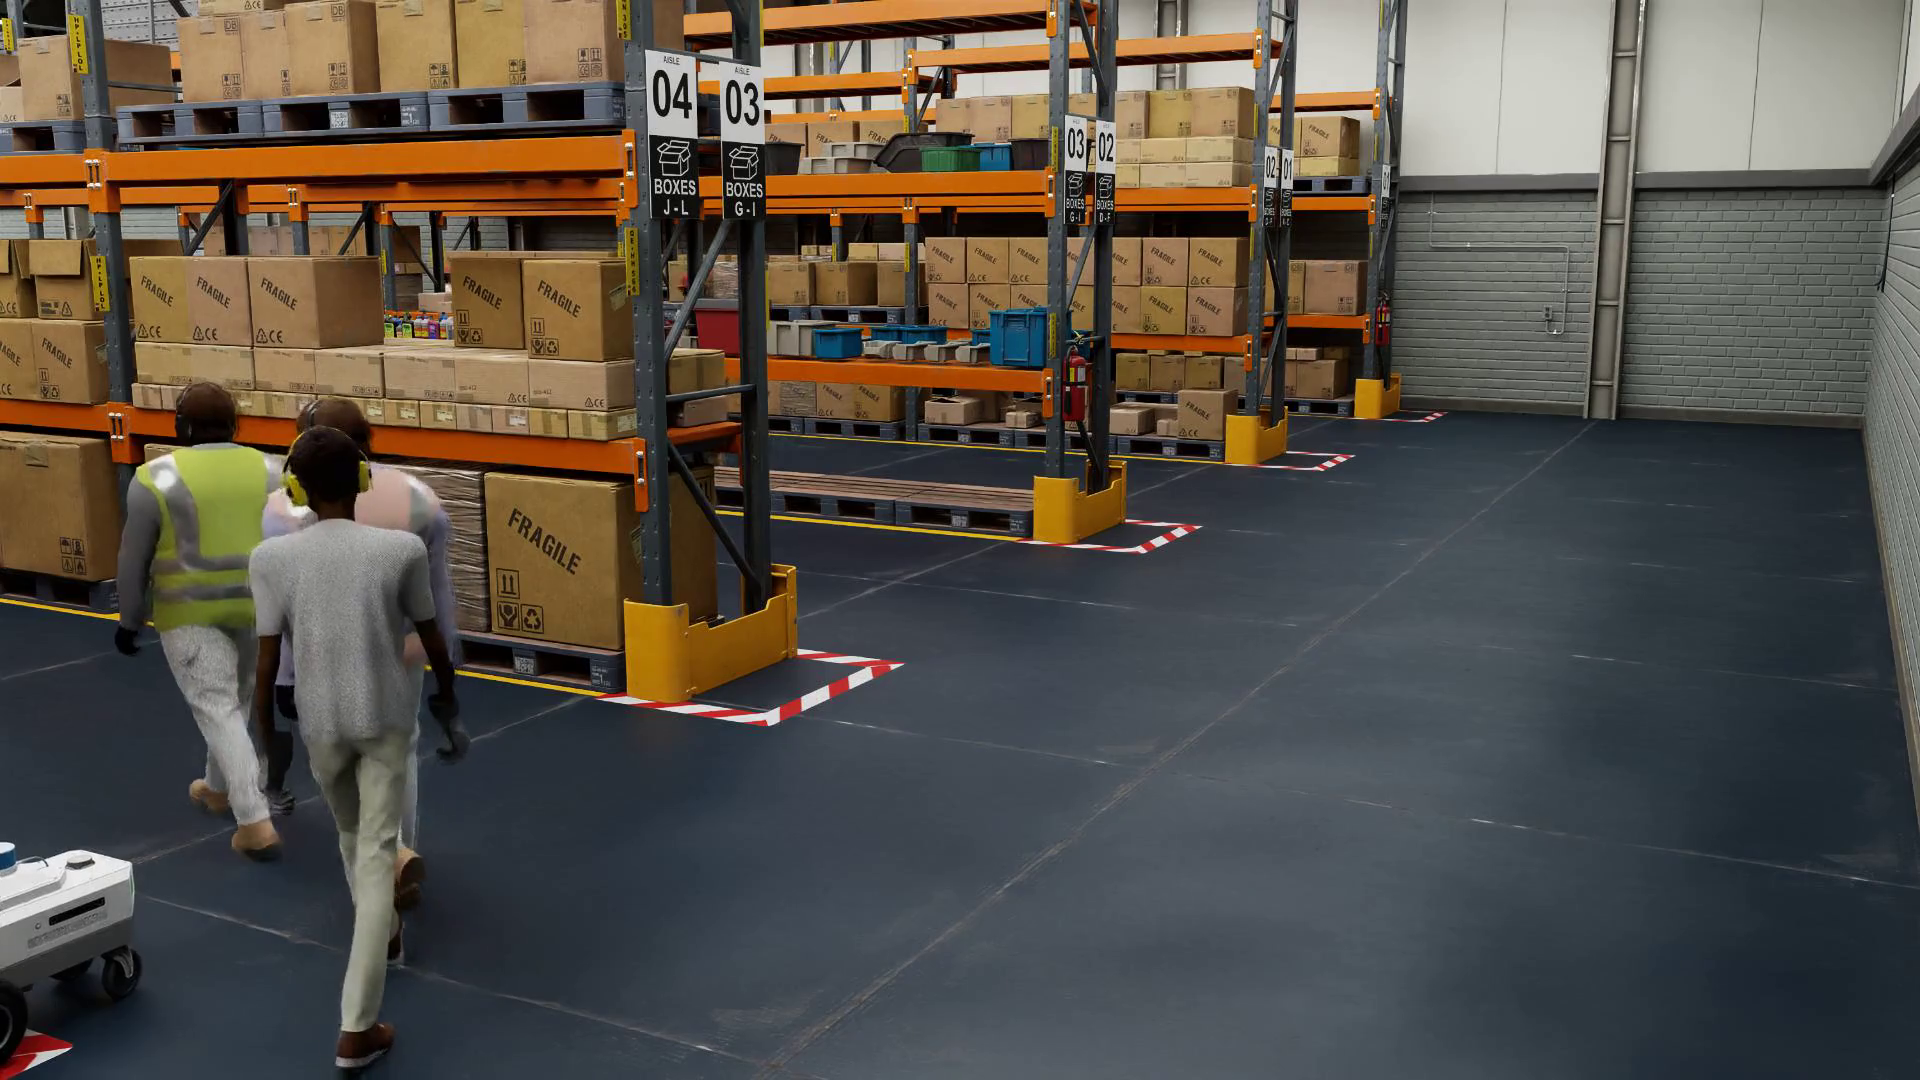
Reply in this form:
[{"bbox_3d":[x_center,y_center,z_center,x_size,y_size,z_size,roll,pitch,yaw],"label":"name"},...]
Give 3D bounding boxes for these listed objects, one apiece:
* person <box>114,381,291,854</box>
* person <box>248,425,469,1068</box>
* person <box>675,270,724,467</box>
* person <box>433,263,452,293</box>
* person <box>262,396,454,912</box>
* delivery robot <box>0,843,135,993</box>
[{"bbox_3d":[-2.890,0.287,6.462,0.952,1.802,0.632,9,13,39],"label":"person"},{"bbox_3d":[-1.776,0.557,4.964,0.556,1.803,1.025,-1,10,-8],"label":"person"},{"bbox_3d":[-2.778,-1.731,16.901,0.975,2.003,0.613,5,12,26],"label":"person"},{"bbox_3d":[-8.059,-3.366,26.046,0.723,1.908,0.569,6,12,30],"label":"person"},{"bbox_3d":[-2.012,0.417,5.683,0.649,1.818,0.612,-10,14,-42],"label":"person"},{"bbox_3d":[-2.831,1.140,4.925,0.477,0.478,0.707,5,12,26],"label":"delivery robot"}]
